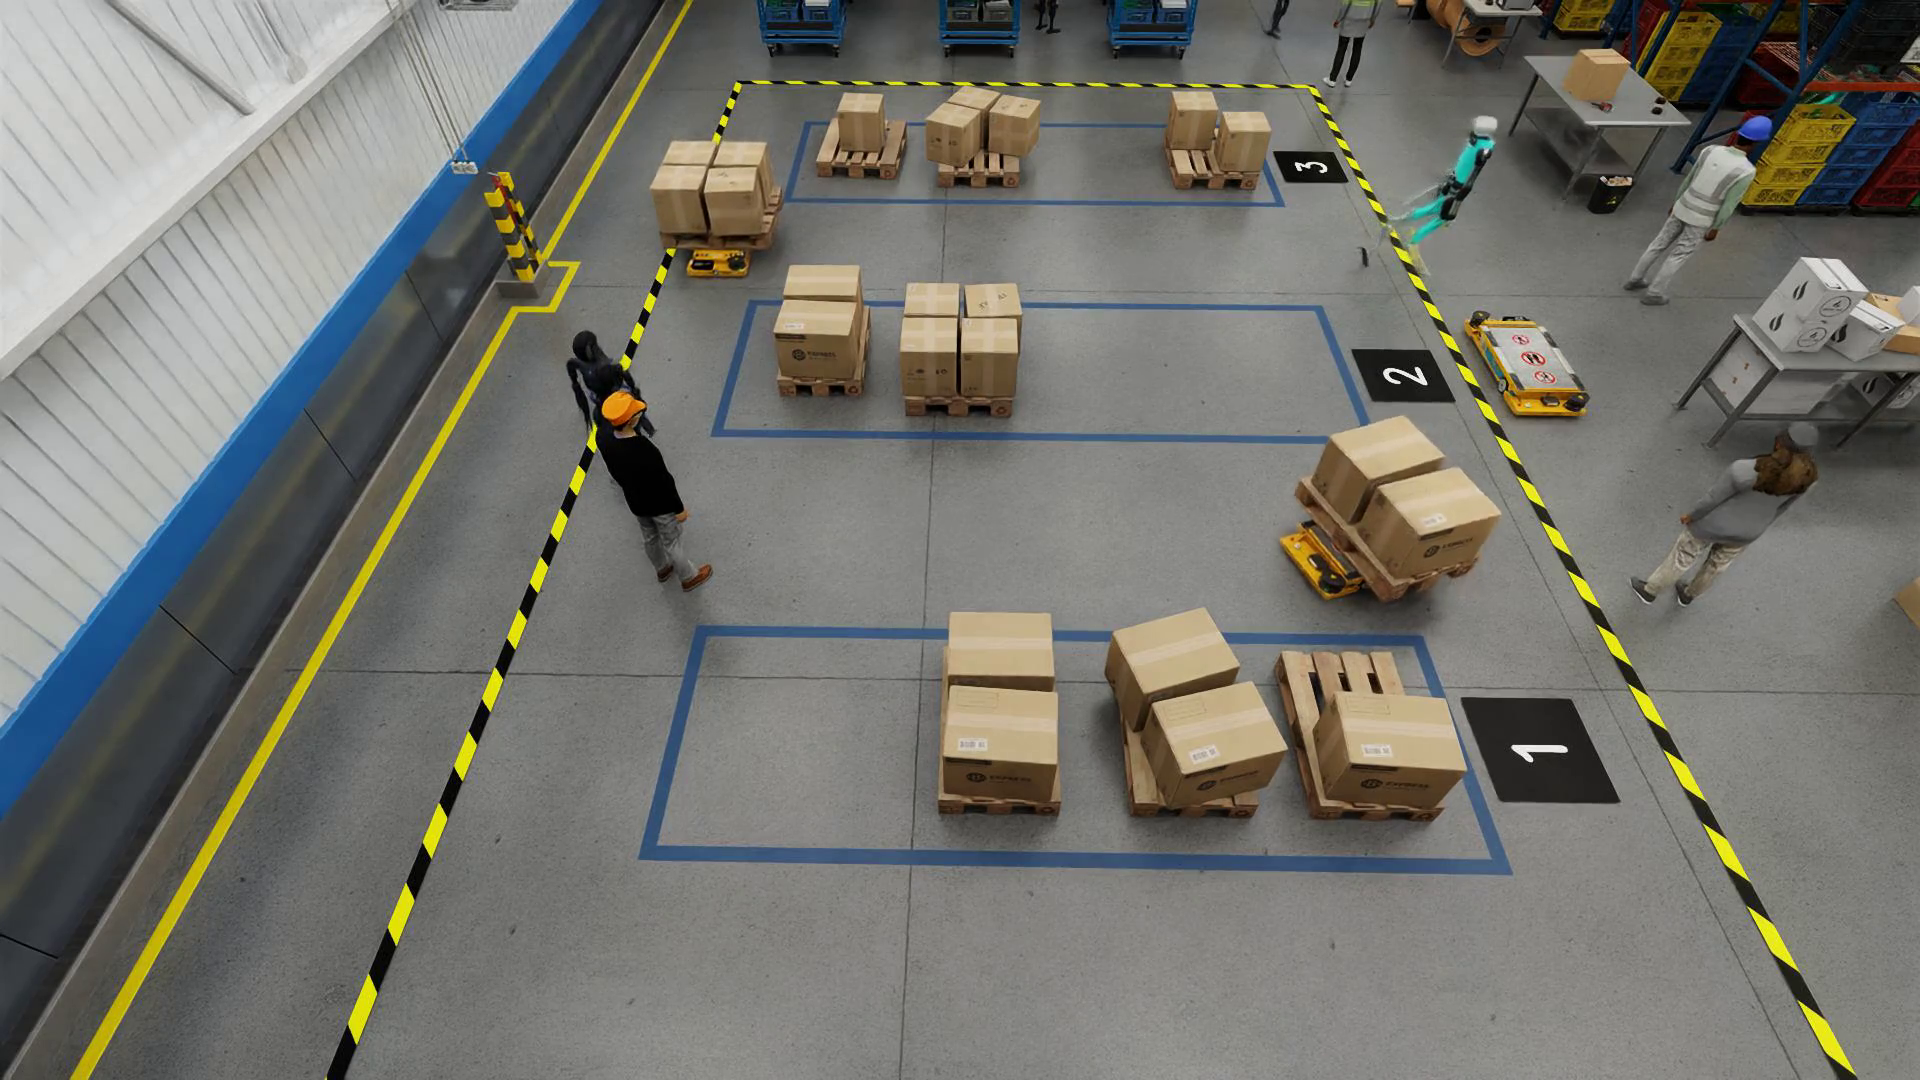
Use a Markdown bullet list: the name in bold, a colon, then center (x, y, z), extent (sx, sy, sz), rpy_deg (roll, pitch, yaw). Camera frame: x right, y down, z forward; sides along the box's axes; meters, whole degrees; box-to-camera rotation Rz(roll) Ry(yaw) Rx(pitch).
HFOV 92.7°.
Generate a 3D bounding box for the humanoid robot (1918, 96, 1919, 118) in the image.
- **humanoid robot**: center (12.062, -5.410, 11.219), extent (0.736, 1.760, 0.532), rpy_deg (-37, 58, -27)

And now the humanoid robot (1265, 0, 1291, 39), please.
- **humanoid robot**: center (5.104, -8.719, 14.163), extent (0.584, 1.661, 0.509), rpy_deg (-18, 52, -15)

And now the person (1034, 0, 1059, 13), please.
- **person**: center (1.488, -9.581, 14.732), extent (0.628, 1.934, 0.368), rpy_deg (-23, 53, -19)

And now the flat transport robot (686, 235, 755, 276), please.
- **flat transport robot**: center (-2.689, -3.524, 10.565), extent (0.652, 0.197, 1.431), rpy_deg (1, 49, 1)

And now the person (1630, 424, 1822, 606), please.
- **person**: center (5.575, -0.136, 6.656), extent (0.564, 1.769, 0.394), rpy_deg (7, 49, 6)

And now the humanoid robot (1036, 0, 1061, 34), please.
- **humanoid robot**: center (1.415, -8.833, 14.237), extent (0.315, 1.657, 0.599), rpy_deg (-31, 56, -24)

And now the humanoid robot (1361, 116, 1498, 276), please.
- **humanoid robot**: center (4.865, -3.593, 9.686), extent (0.955, 1.764, 0.544), rpy_deg (9, 50, 8)

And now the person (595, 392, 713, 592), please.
- **person**: center (-2.265, -0.318, 6.743), extent (0.585, 1.882, 0.372), rpy_deg (22, 53, 18)

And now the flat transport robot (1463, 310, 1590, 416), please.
- **flat transport robot**: center (5.573, -1.757, 9.054), extent (0.659, 0.231, 1.431), rpy_deg (1, 49, 1)

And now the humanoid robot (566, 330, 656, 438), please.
- **humanoid robot**: center (-2.825, -1.093, 7.557), extent (0.613, 1.647, 0.458), rpy_deg (7, 49, 6)

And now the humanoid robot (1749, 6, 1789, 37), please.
- **humanoid robot**: center (12.294, -8.040, 13.584), extent (0.572, 1.646, 0.600), rpy_deg (-6, 49, -5)

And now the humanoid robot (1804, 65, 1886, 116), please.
- **humanoid robot**: center (10.745, -5.532, 11.369), extent (0.933, 1.783, 0.550), rpy_deg (-3, 49, -3)

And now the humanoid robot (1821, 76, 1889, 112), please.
- **humanoid robot**: center (11.738, -6.137, 11.895), extent (0.697, 1.823, 0.545), rpy_deg (14, 51, 12)

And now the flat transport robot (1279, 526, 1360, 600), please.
- **flat transport robot**: center (3.427, 0.002, 7.513), extent (1.431, 0.197, 0.652), rpy_deg (-16, 51, -14)

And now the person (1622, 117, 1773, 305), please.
- **person**: center (7.481, -3.308, 9.292), extent (0.412, 1.939, 0.611), rpy_deg (-11, 50, -9)

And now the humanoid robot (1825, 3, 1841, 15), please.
- **humanoid robot**: center (12.675, -7.649, 13.212), extent (0.333, 1.657, 0.602), rpy_deg (20, 52, 16)

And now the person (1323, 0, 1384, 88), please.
- **person**: center (5.555, -7.336, 12.839), extent (0.587, 1.847, 0.397), rpy_deg (0, 49, 0)

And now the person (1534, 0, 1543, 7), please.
- **person**: center (9.699, -9.780, 14.876), extent (0.366, 1.964, 0.608), rpy_deg (-22, 53, -18)
